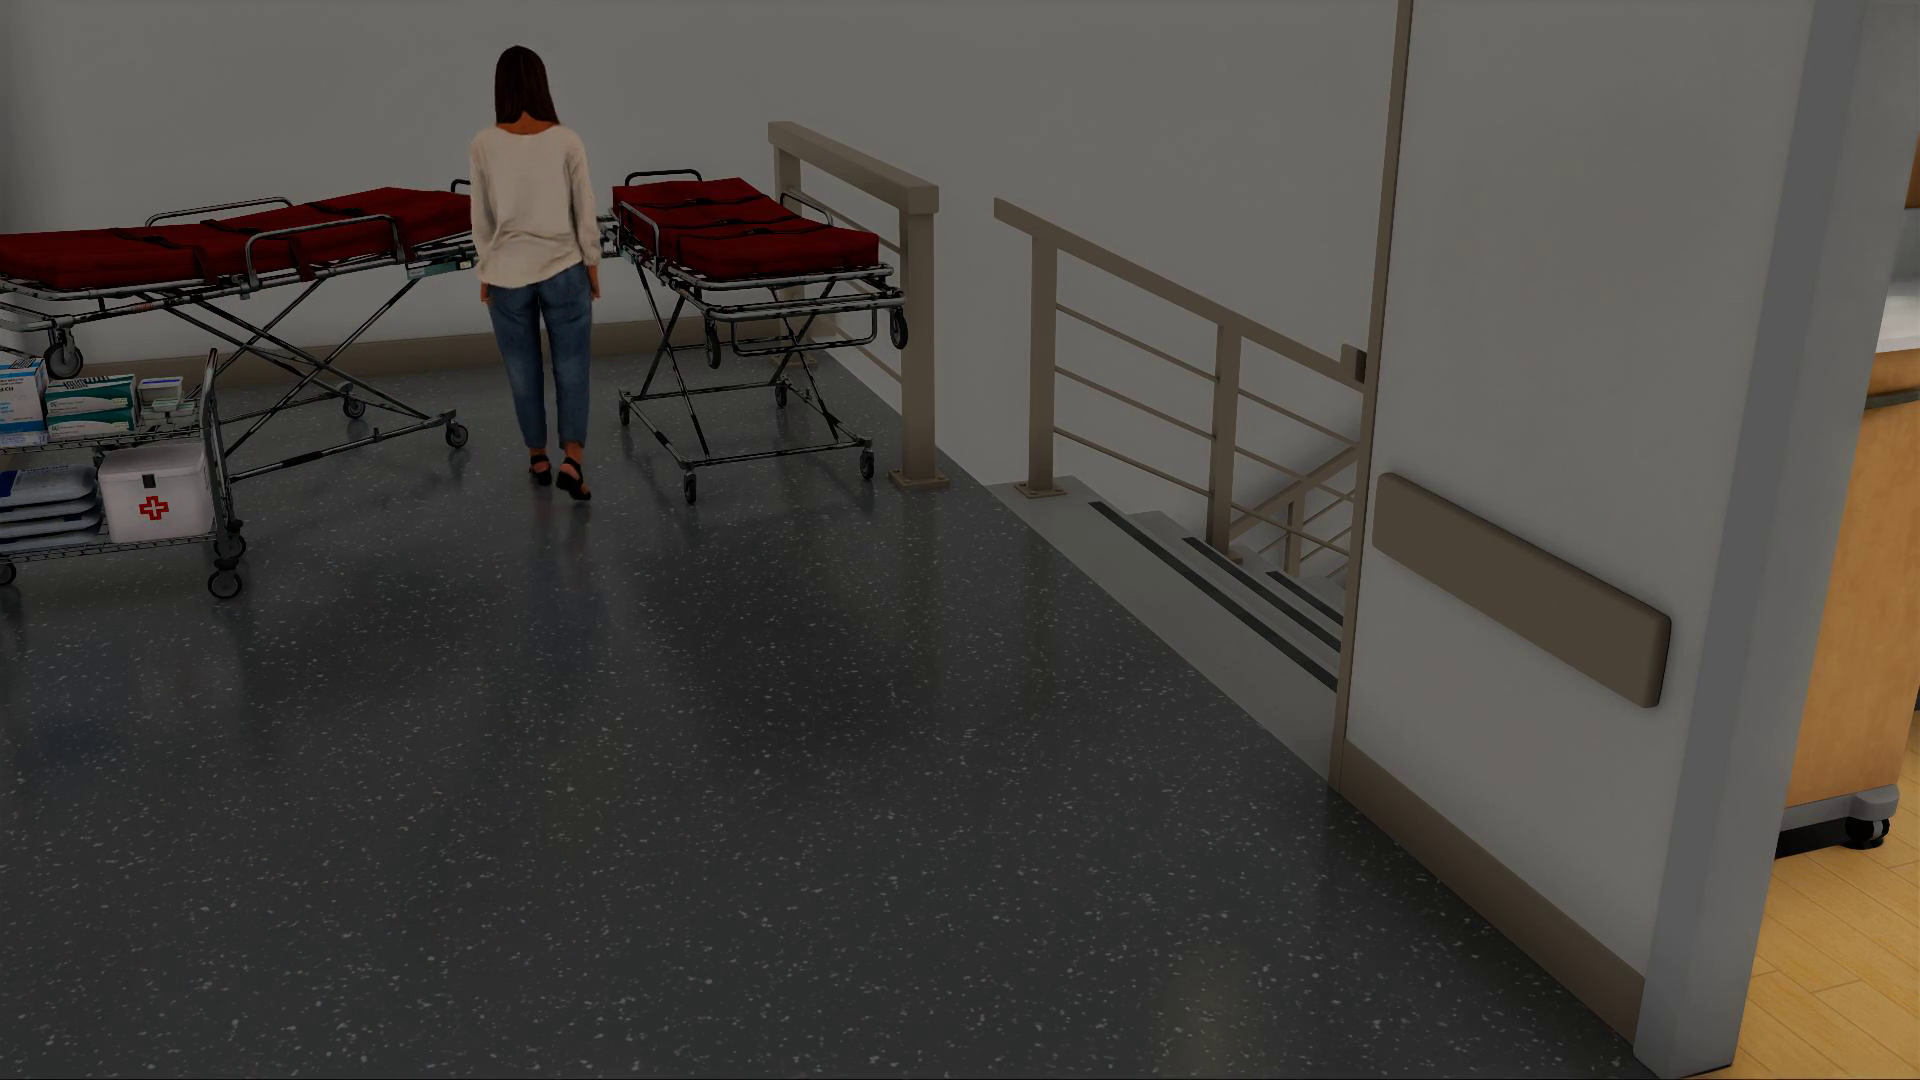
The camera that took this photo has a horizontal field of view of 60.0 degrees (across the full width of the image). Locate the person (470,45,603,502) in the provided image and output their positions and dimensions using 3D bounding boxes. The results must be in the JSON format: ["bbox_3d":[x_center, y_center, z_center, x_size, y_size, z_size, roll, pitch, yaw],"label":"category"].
[{"bbox_3d":[-1.585,-0.970,6.215,0.738,1.675,0.884,-2,21,-6],"label":"person"}]
